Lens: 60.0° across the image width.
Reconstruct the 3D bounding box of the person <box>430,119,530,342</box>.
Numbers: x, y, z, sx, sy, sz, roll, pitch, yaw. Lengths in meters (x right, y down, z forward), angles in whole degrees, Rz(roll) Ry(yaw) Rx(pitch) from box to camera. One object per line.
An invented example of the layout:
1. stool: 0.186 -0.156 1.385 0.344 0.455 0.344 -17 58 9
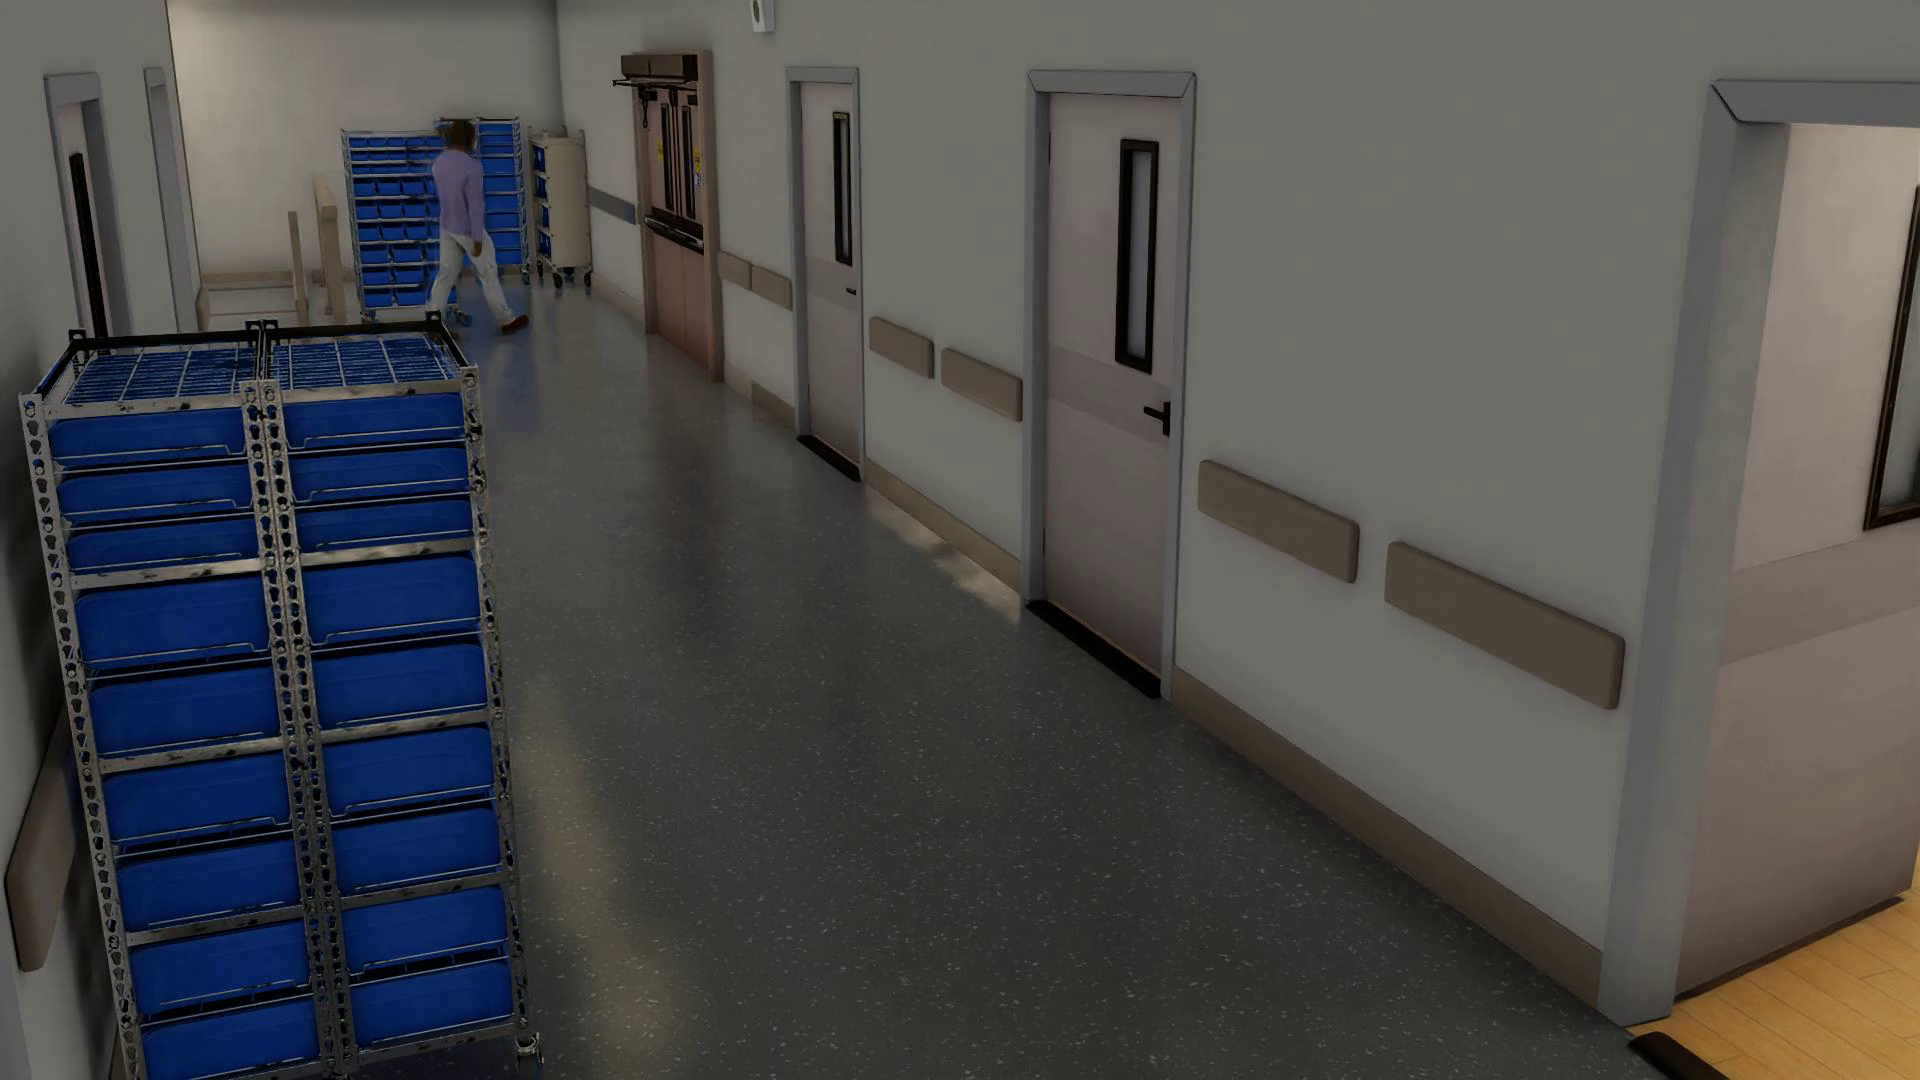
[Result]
1. person: -4.255 -2.663 14.348 0.651 1.884 1.030 11 19 33
